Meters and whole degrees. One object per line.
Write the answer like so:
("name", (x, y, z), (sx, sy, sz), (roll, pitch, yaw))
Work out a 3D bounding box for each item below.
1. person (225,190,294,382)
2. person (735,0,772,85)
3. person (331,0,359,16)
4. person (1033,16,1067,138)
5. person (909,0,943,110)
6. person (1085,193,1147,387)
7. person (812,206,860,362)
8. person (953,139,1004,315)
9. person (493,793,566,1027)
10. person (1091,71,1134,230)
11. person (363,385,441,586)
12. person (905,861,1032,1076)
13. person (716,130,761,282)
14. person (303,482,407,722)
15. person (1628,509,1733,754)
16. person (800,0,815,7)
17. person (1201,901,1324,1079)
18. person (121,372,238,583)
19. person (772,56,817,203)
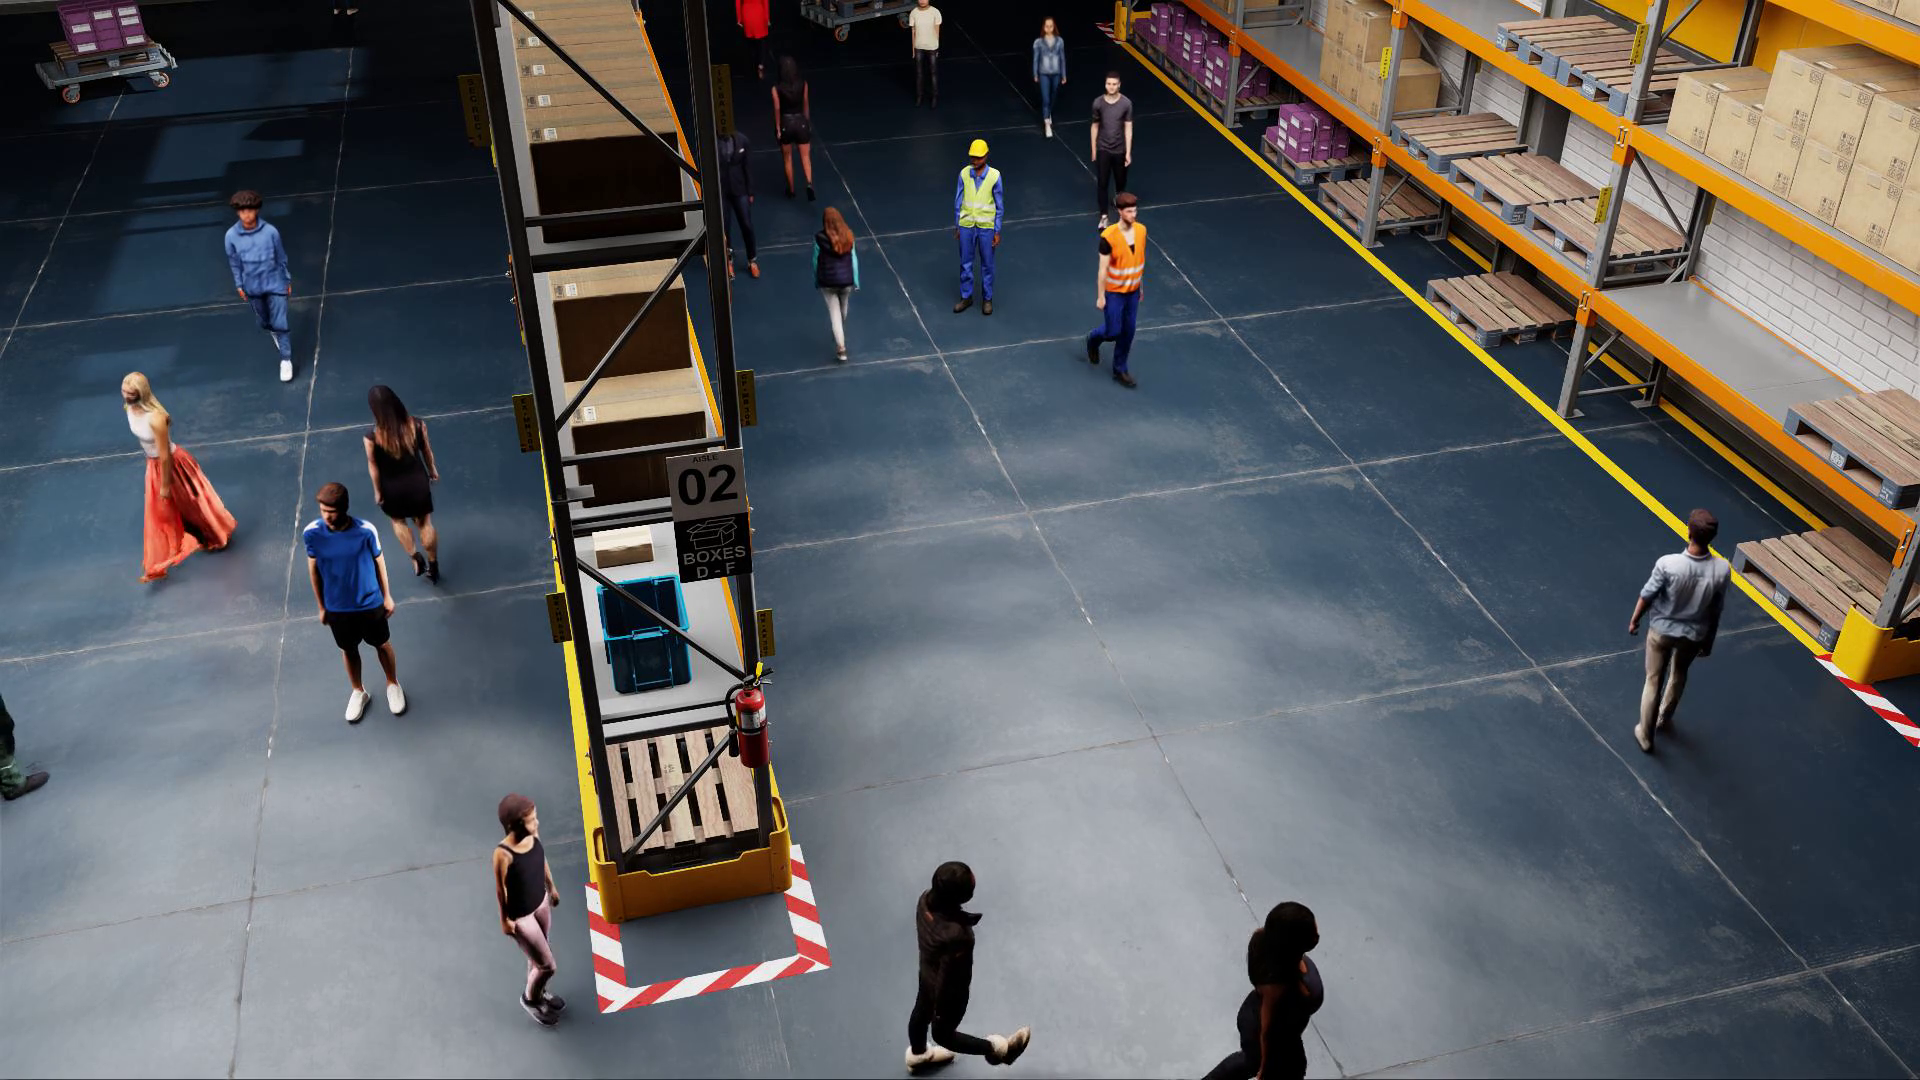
("person", (-6.576, -2.459, 15.739), (0.688, 1.788, 1.051), (-7, 34, -11))
("person", (-2.812, -7.071, 22.721), (0.696, 1.741, 0.763), (-1, 34, -1))
("person", (-9.670, -8.989, 25.617), (0.640, 1.728, 0.626), (3, 34, 5))
("person", (1.150, -5.996, 21.357), (0.607, 1.458, 0.985), (-6, 34, -8))
("person", (-0.444, -6.524, 22.038), (0.645, 1.584, 0.622), (6, 34, 9))
("person", (1.458, -2.378, 15.543), (0.833, 1.870, 1.013), (-20, 38, -27))
("person", (-1.184, -2.440, 16.010), (0.581, 1.455, 0.956), (-9, 35, -13))
("person", (0.187, -3.174, 16.794), (0.753, 1.812, 0.756), (8, 34, 12))
("person", (-2.454, 2.020, 9.215), (0.718, 1.551, 0.651), (15, 36, 21))
("person", (1.730, -4.418, 18.720), (0.914, 1.749, 1.108), (7, 34, 10))
("person", (-4.189, -0.360, 12.660), (0.781, 1.701, 0.767), (-21, 39, -29))
("person", (0.003, 2.270, 8.743), (0.805, 1.657, 0.702), (26, 41, 33))
("person", (-2.446, -3.663, 17.527), (0.701, 1.814, 0.645), (-9, 35, -13))
("person", (-4.142, 0.388, 11.384), (0.653, 1.867, 0.580), (-7, 34, -10))
("person", (4.750, 0.658, 11.004), (0.839, 1.838, 0.906), (7, 34, 10))
("person", (-2.383, -9.245, 25.947), (0.706, 1.789, 0.569), (-22, 39, -29))
("person", (1.473, 2.465, 8.321), (0.857, 1.800, 0.995), (-1, 34, -1))
("person", (-6.082, -0.561, 12.922), (1.159, 1.745, 1.198), (24, 41, 32))
("person", (-1.888, -4.686, 19.144), (0.661, 1.728, 0.950), (-12, 36, -18))
